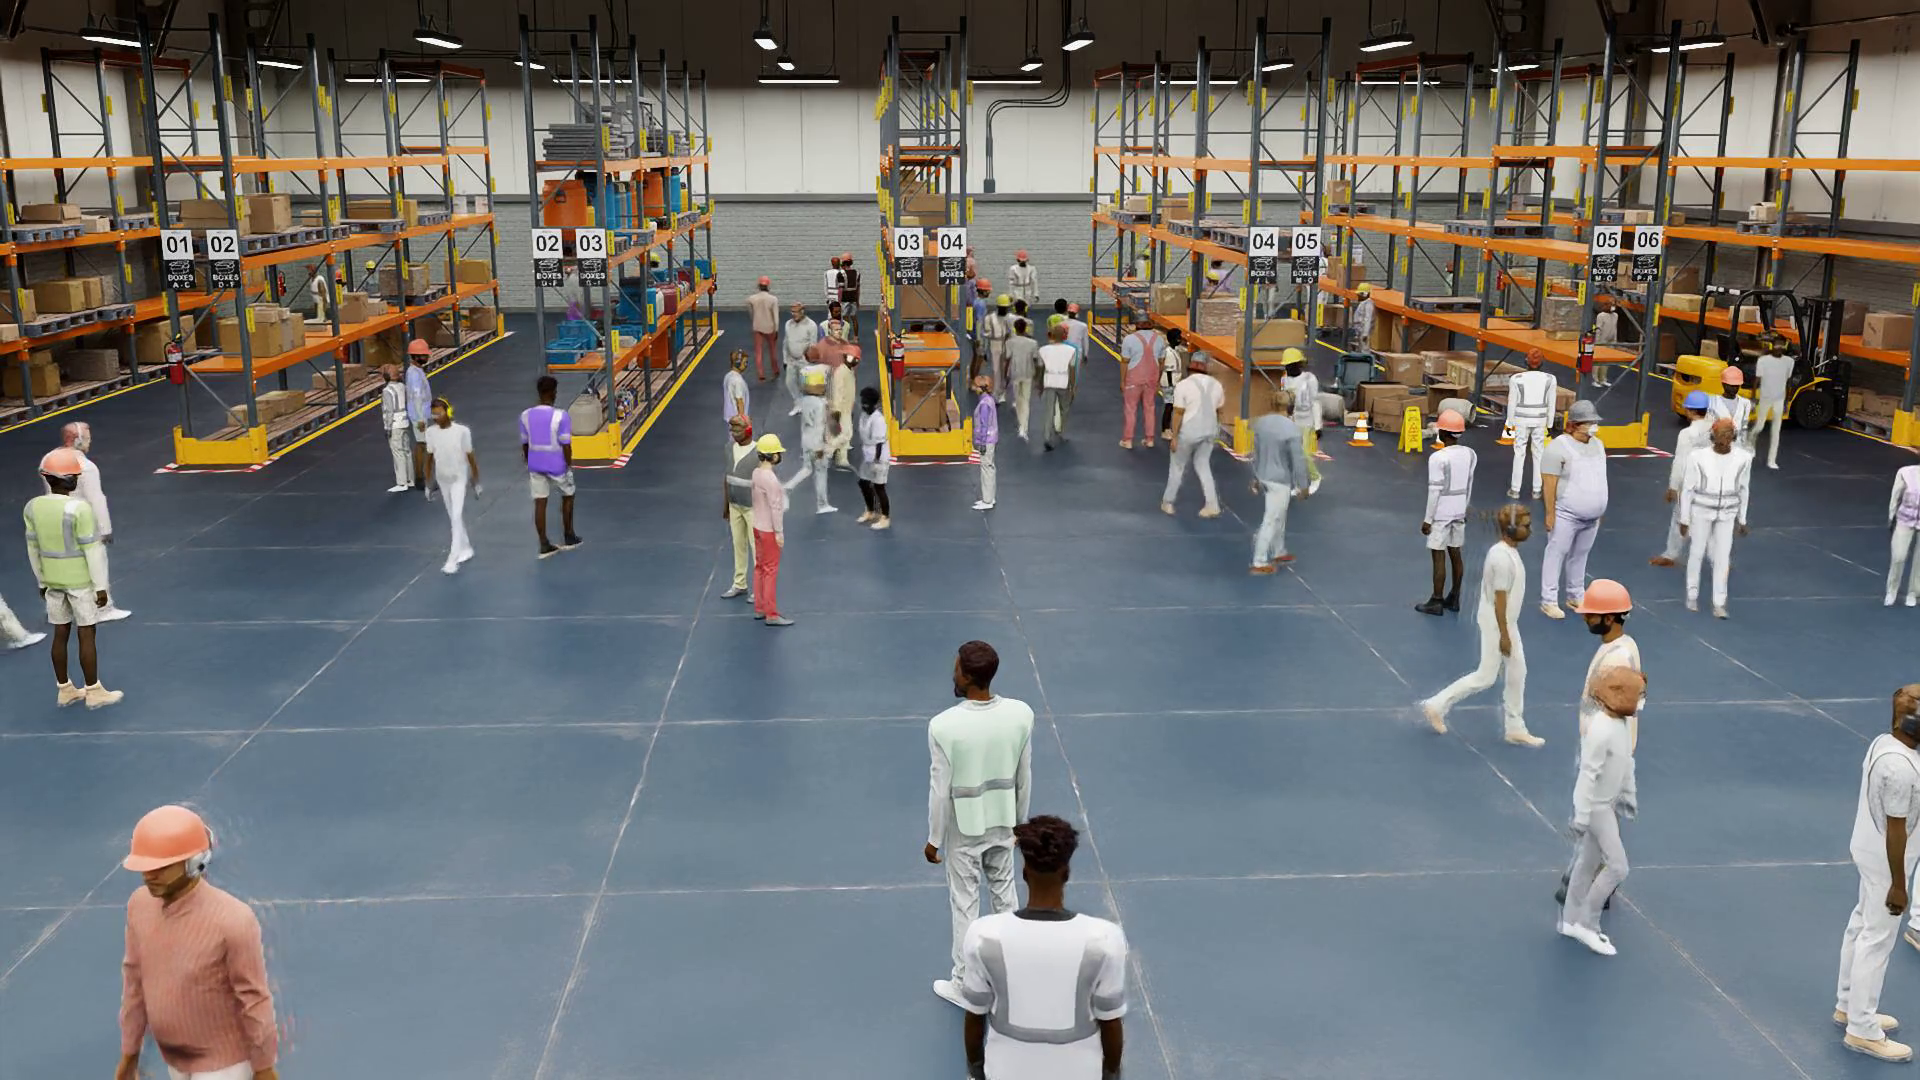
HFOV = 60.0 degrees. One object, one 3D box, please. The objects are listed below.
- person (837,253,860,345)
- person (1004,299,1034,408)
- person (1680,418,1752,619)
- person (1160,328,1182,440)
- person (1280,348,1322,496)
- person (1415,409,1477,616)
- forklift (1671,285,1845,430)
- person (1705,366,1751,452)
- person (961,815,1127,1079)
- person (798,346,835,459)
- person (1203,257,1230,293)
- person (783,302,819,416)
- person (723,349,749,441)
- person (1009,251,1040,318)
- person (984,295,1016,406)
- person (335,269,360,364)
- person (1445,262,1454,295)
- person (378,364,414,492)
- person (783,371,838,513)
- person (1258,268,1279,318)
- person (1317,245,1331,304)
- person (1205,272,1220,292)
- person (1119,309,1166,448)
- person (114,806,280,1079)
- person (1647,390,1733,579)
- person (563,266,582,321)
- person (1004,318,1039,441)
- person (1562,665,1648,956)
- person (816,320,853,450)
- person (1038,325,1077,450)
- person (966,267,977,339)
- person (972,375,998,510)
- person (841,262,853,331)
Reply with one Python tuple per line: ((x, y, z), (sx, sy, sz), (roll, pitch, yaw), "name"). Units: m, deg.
((-2.485, -5.310, 36.762), (0.615, 2.038, 0.383), (-12, 18, -41), "person")
((0.993, -3.165, 28.171), (0.509, 1.820, 1.008), (1, 13, 4), "person")
((7.052, -0.196, 15.503), (0.629, 1.857, 0.854), (3, 14, 11), "person")
((3.156, -2.334, 24.921), (0.319, 1.686, 0.539), (3, 14, 12), "person")
((4.236, -1.468, 20.802), (0.560, 1.890, 0.618), (-9, 16, -33), "person")
((4.544, -0.257, 15.569), (0.543, 1.943, 0.347), (-8, 16, -31), "person")
((12.503, -2.886, 26.166), (2.313, 2.155, 1.214), (-1, 13, -3), "forklift")
((8.586, -0.991, 18.689), (0.551, 1.935, 0.375), (-1, 13, -4), "person")
((0.309, 1.956, 6.165), (0.607, 1.956, 0.377), (1, 13, 6), "person")
((-2.001, -1.892, 23.168), (0.514, 1.614, 0.663), (-9, 16, -32), "person")
((5.685, -5.383, 37.211), (0.624, 1.974, 1.106), (-5, 14, -20), "person")
((-2.571, -2.897, 26.866), (0.668, 1.897, 0.450), (7, 15, 27), "person")
((-2.797, -1.479, 20.966), (0.343, 1.840, 0.506), (-6, 15, -24), "person")
((1.491, -5.643, 38.273), (0.645, 1.983, 0.999), (-2, 13, -10), "person")
((0.712, -3.249, 28.408), (0.591, 1.878, 0.983), (-1, 13, -4), "person")
((-12.070, -4.321, 32.690), (0.608, 1.987, 0.391), (7, 15, 27), "person")
((11.830, -5.887, 40.106), (0.289, 1.623, 0.500), (1, 13, 3), "person")
((-7.185, -1.432, 21.191), (0.315, 1.639, 0.523), (1, 13, 5), "person")
((-1.820, -1.149, 19.830), (0.665, 1.726, 0.492), (-8, 16, -32), "person")
((7.870, -6.426, 42.439), (0.540, 1.594, 0.878), (3, 14, 14), "person")
((9.309, -6.574, 42.480), (0.353, 1.878, 0.567), (10, 17, 36), "person")
((5.305, -4.756, 35.024), (0.338, 1.760, 0.519), (-3, 14, -11), "person")
((2.632, -2.368, 24.298), (0.686, 2.000, 0.537), (-5, 14, -19), "person")
((-2.882, 1.929, 6.213), (0.611, 1.974, 0.667), (7, 15, 27), "person")
((7.515, -0.564, 16.939), (0.613, 1.918, 0.899), (-10, 17, -37), "person")
((-9.032, -5.669, 38.985), (0.713, 1.724, 0.581), (-9, 16, -33), "person")
((0.926, -2.426, 25.032), (0.550, 1.818, 0.980), (2, 13, 7), "person")
((3.527, 1.453, 9.001), (0.442, 1.614, 0.514), (9, 16, 34), "person")
((-1.779, -2.222, 23.969), (0.406, 1.906, 0.654), (12, 18, 42), "person")
((1.398, -2.220, 24.237), (0.580, 1.788, 1.014), (3, 14, 13), "person")
((0.222, -5.431, 38.149), (0.265, 1.631, 0.507), (-7, 15, -27), "person")
((0.311, -1.185, 20.169), (0.313, 1.634, 0.514), (1, 13, 5), "person")
((-2.739, -5.831, 39.585), (0.350, 1.758, 0.521), (8, 16, 31), "person")
